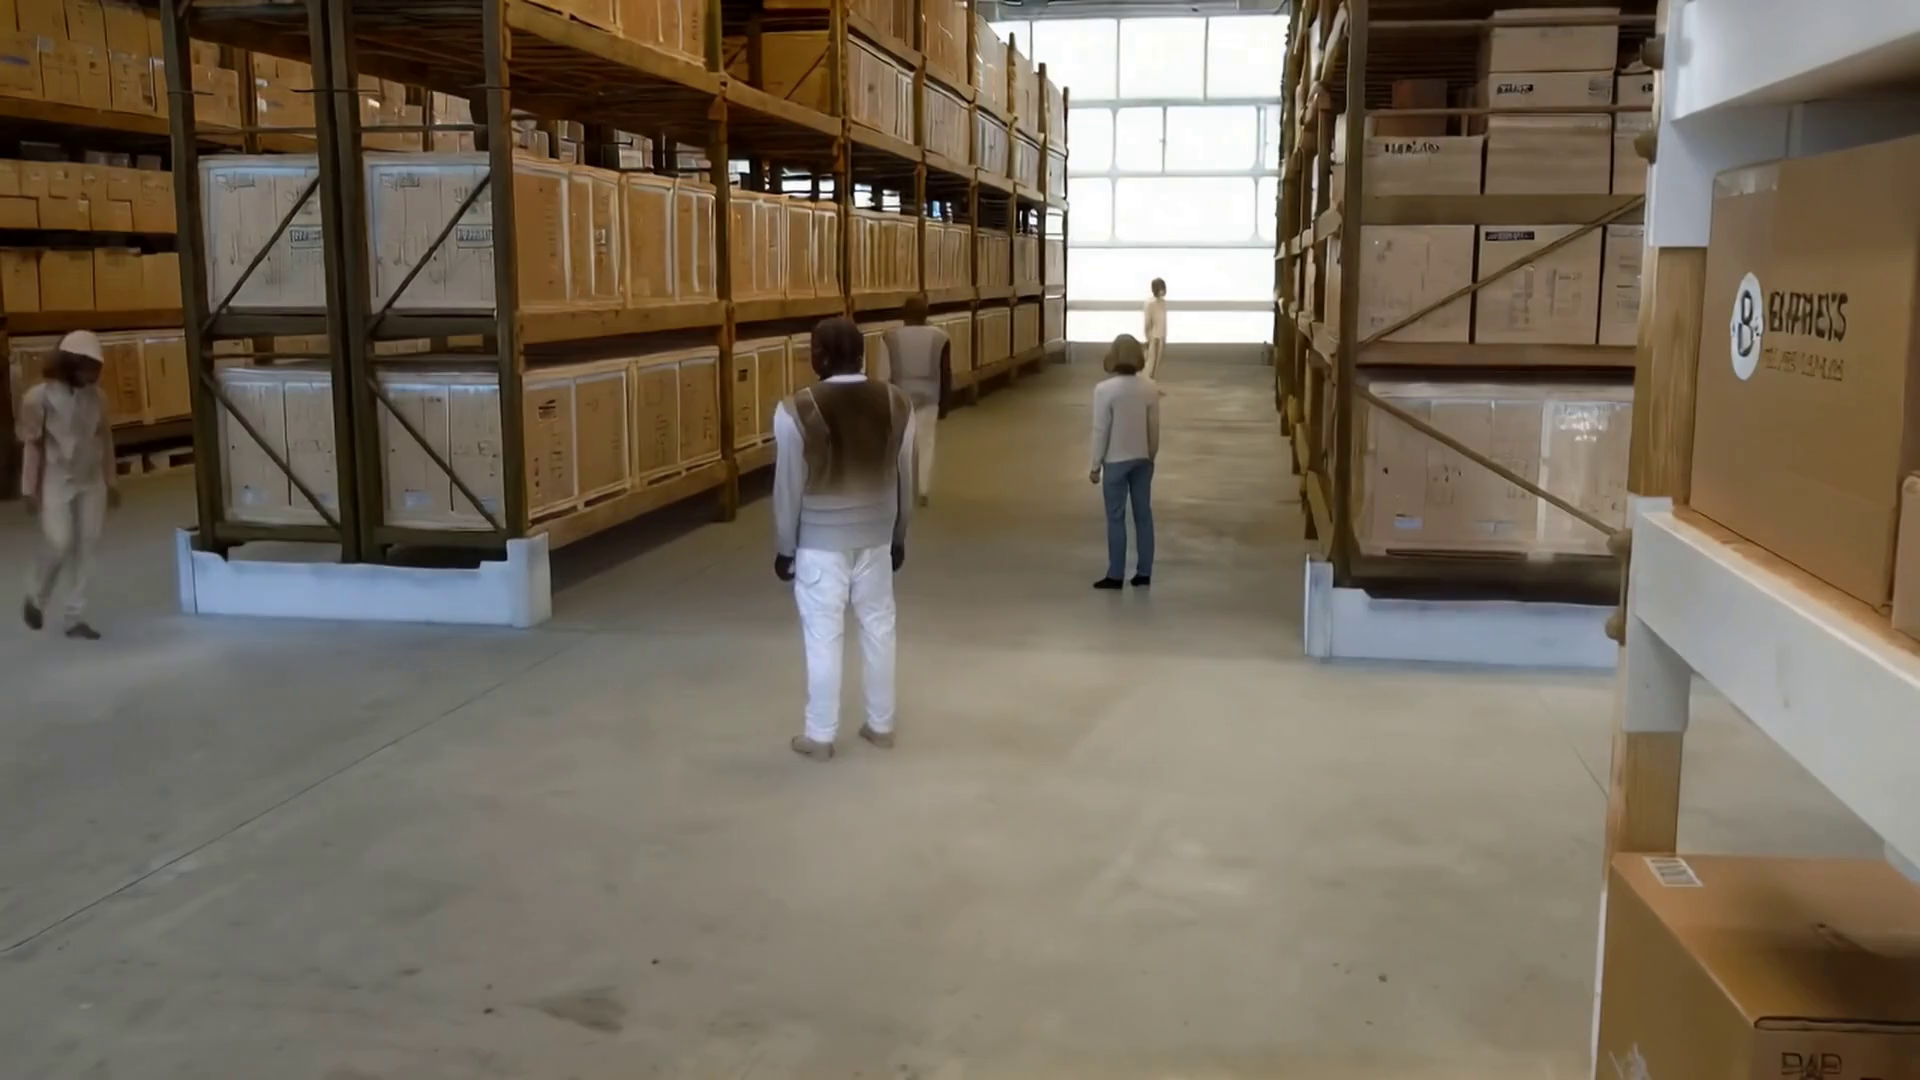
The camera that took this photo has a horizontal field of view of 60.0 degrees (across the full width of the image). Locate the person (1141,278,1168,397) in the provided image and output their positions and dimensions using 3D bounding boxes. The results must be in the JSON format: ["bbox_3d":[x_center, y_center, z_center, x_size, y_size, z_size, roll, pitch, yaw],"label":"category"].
[{"bbox_3d":[3.157,-3.257,26.862,0.377,1.930,0.635,6,11,34],"label":"person"}]

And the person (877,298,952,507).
[{"bbox_3d":[-0.399,-1.213,14.583,0.654,1.786,0.974,0,9,-3],"label":"person"}]

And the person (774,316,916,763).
[{"bbox_3d":[-0.495,0.001,6.901,0.627,1.843,0.429,-5,11,-29],"label":"person"}]

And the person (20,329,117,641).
[{"bbox_3d":[-4.905,-0.303,9.166,0.450,1.703,0.519,6,11,32],"label":"person"}]

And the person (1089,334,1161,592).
[{"bbox_3d":[1.044,-0.484,10.550,0.497,1.633,0.283,-5,11,-30],"label":"person"}]
